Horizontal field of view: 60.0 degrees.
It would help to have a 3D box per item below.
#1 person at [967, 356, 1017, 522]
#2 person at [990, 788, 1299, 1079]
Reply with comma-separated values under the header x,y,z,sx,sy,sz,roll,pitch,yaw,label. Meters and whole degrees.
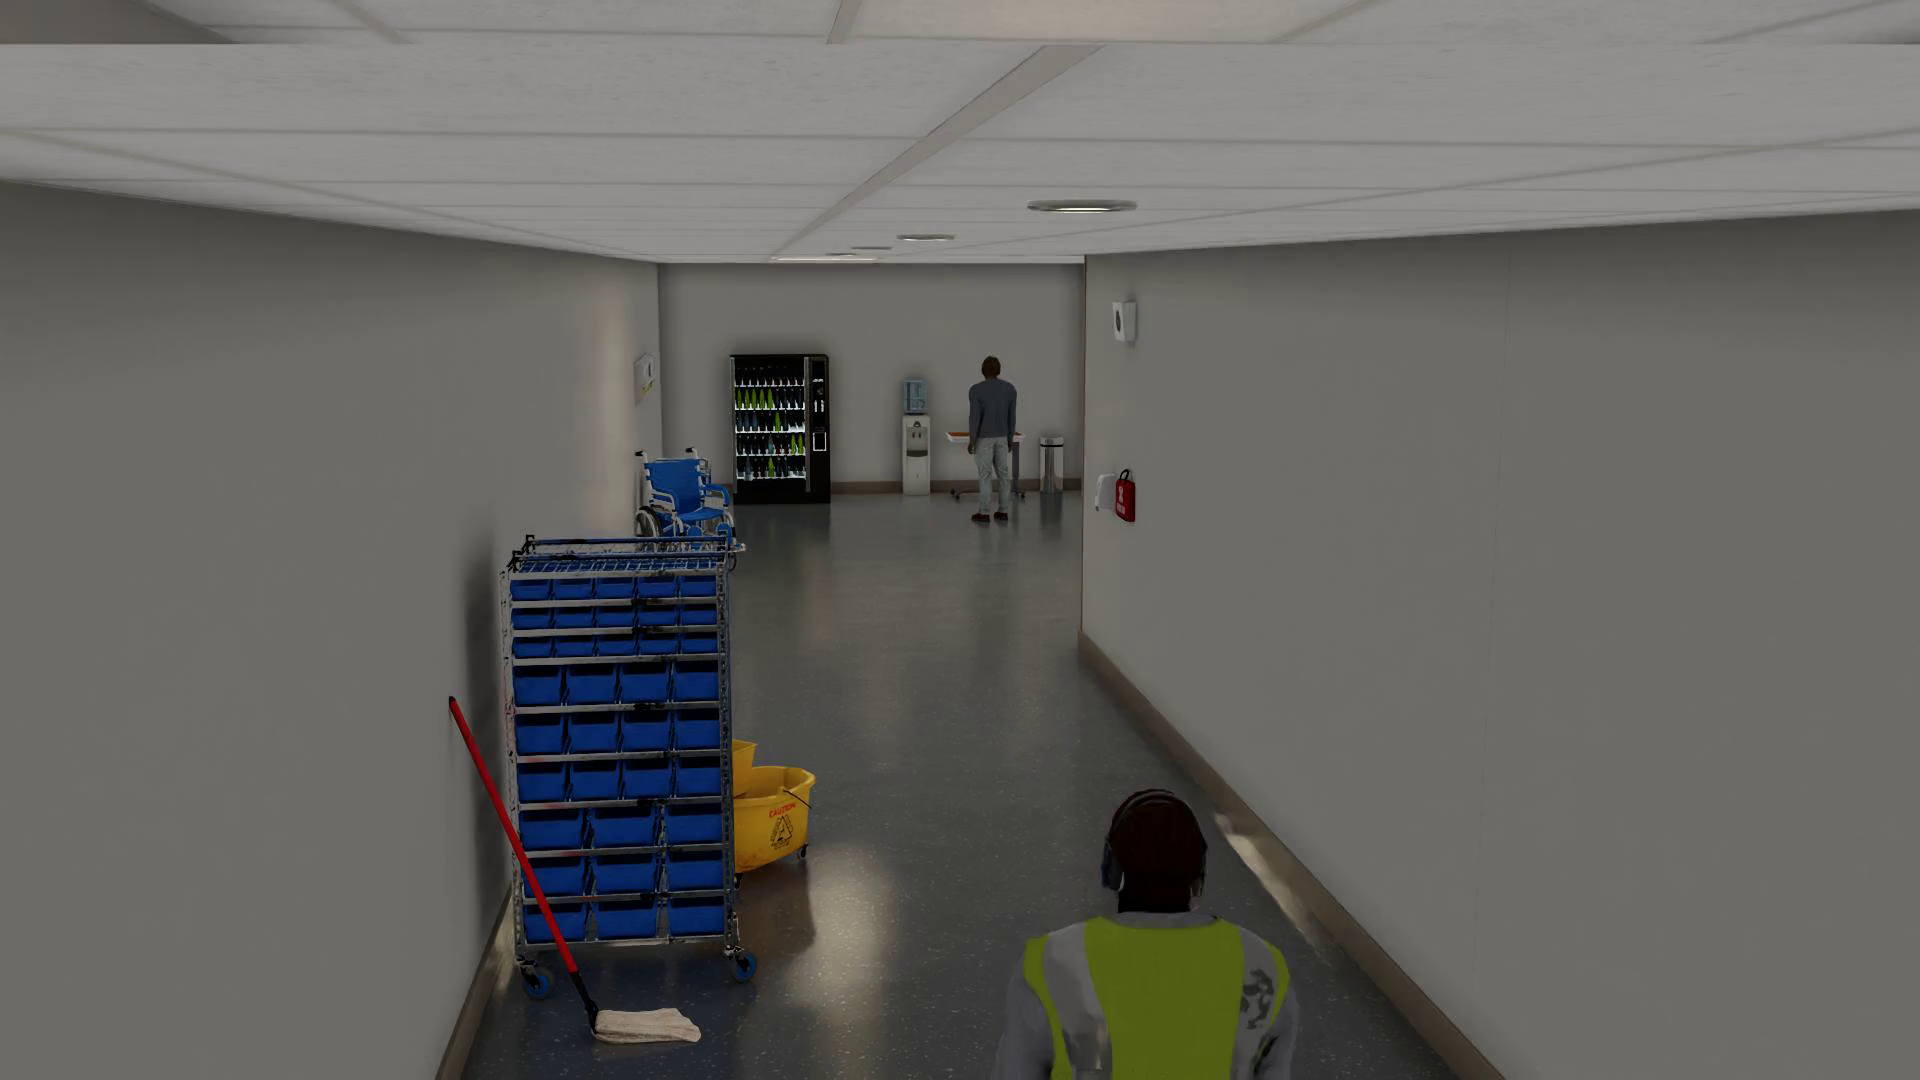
x,y,z,sx,sy,sz,roll,pitch,yaw,label
0.365,-1.174,19.363,0.636,1.939,0.364,-5,11,-31,person
0.395,1.435,3.558,0.626,1.800,0.950,-2,9,-11,person
